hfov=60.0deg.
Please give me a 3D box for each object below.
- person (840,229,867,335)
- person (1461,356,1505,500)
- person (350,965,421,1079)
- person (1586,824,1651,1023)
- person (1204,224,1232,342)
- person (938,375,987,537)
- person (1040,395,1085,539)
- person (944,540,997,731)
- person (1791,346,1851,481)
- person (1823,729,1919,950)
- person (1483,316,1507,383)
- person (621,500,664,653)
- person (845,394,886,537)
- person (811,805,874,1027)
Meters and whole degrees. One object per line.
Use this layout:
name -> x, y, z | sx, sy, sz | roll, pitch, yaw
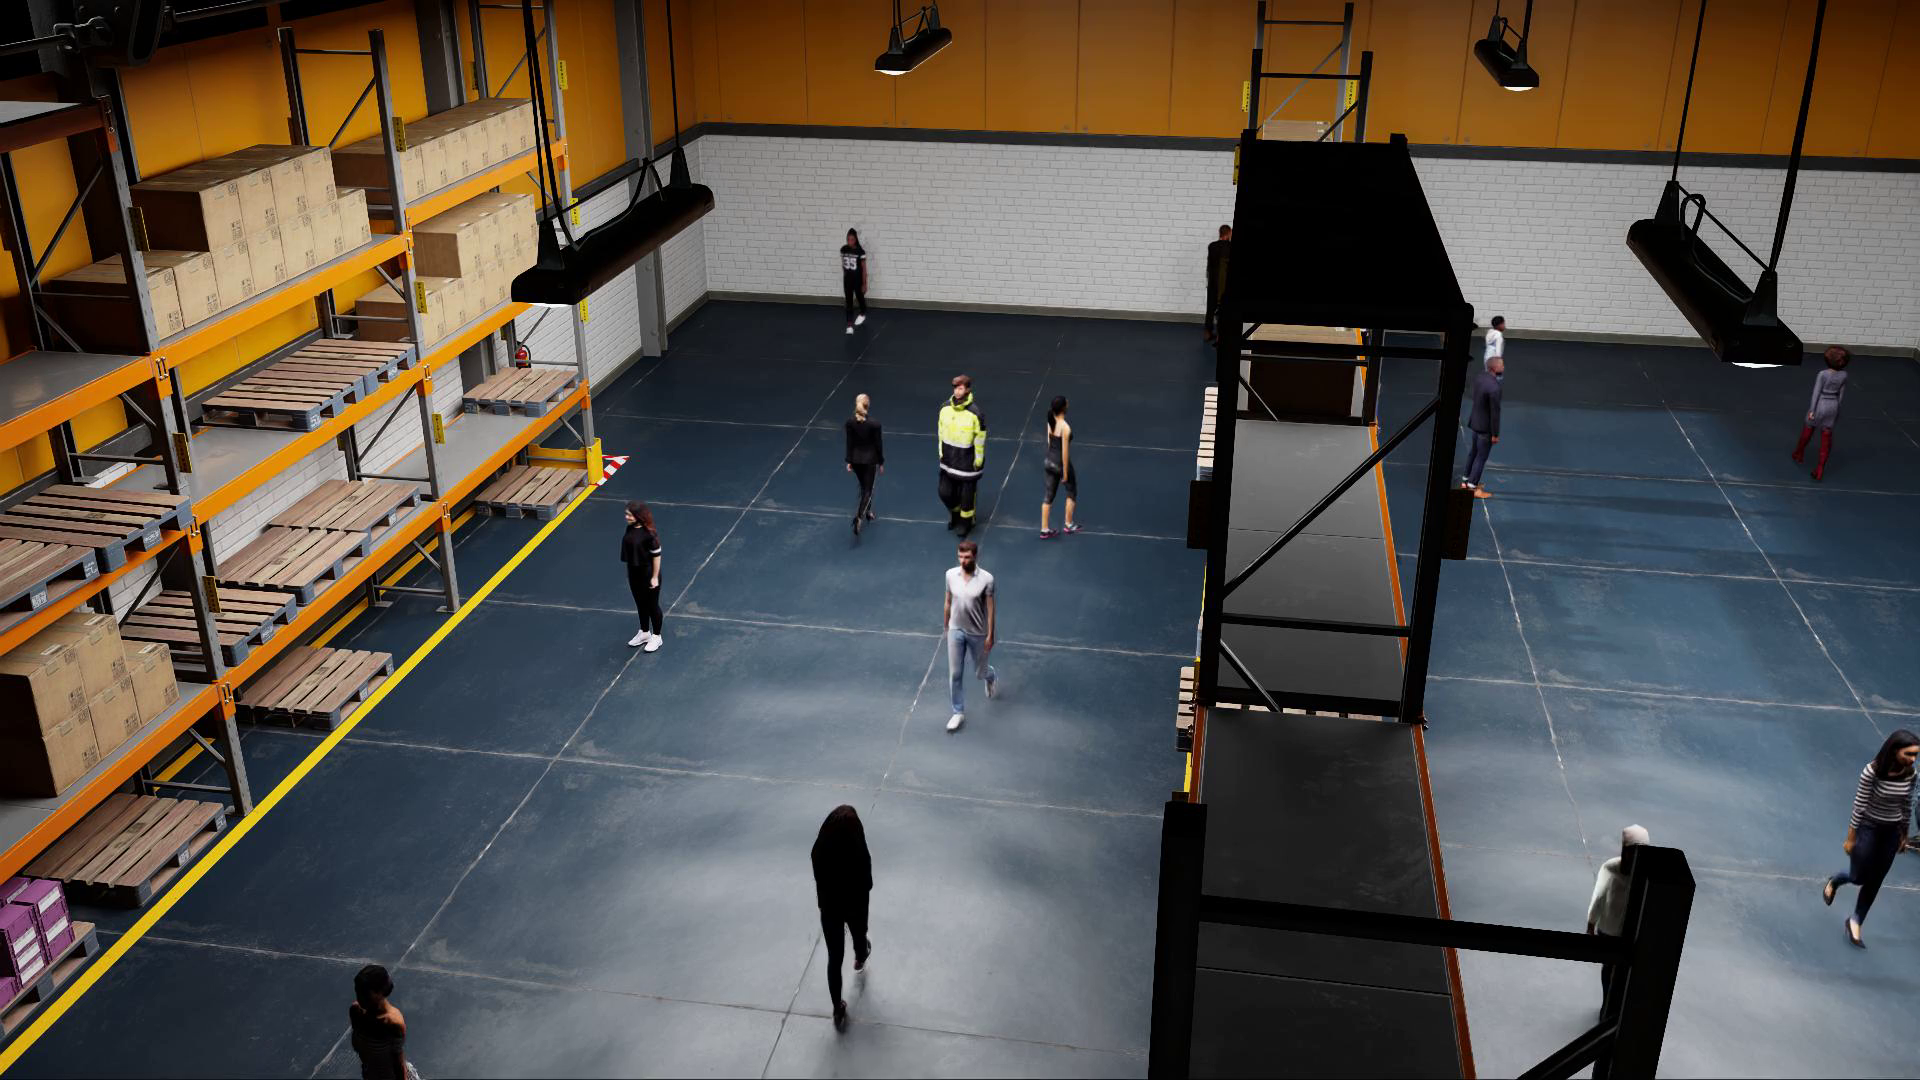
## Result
person -> -1.717, -4.227, 27.158 | 0.652, 1.668, 1.248 | 7, 25, 16
person -> 6.439, -1.405, 20.517 | 0.837, 1.817, 0.660 | -2, 24, -5
person -> -3.319, 3.231, 9.916 | 0.647, 1.813, 0.652 | 9, 25, 20
person -> 4.574, 2.652, 11.475 | 0.727, 1.626, 0.910 | 10, 25, 21
person -> 4.151, -4.098, 26.567 | 0.818, 1.904, 0.787 | -20, 31, -38
person -> 0.059, -1.013, 19.430 | 0.870, 1.969, 0.821 | 12, 26, 25
person -> 1.060, -0.823, 19.315 | 0.910, 1.713, 0.847 | -17, 29, -34
person -> 0.110, 0.823, 15.400 | 0.749, 1.833, 1.028 | 8, 25, 18
person -> 10.996, -1.577, 21.083 | 0.668, 1.678, 1.027 | 1, 24, 3
person -> 6.758, 2.172, 12.376 | 0.727, 1.782, 0.832 | -3, 24, -6
person -> 7.648, -2.622, 24.003 | 0.641, 1.254, 0.582 | -7, 25, -16
person -> -3.181, 0.330, 16.772 | 0.705, 1.637, 0.731 | 18, 29, 35
person -> -1.139, -0.845, 19.408 | 0.713, 1.679, 1.091 | 7, 25, 17
person -> -0.837, 2.632, 11.582 | 0.608, 1.576, 1.050 | 3, 24, 7
